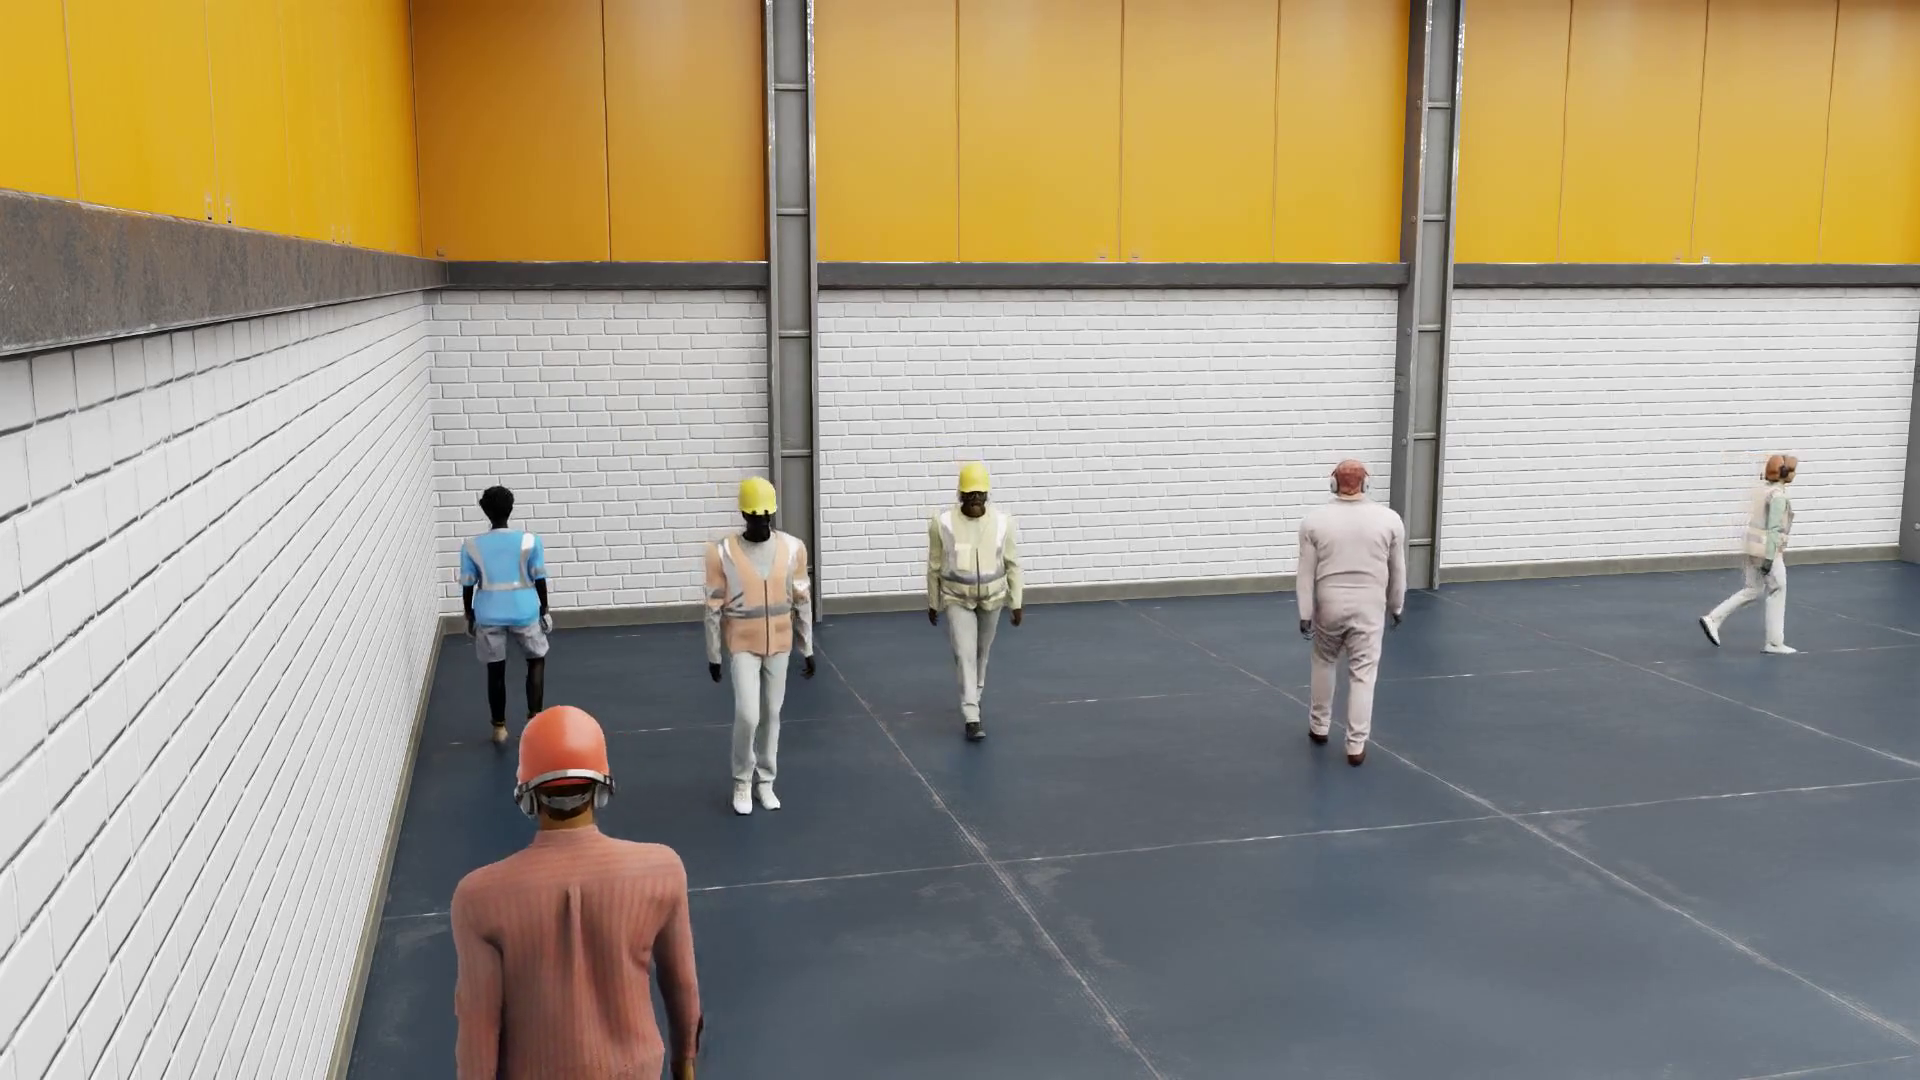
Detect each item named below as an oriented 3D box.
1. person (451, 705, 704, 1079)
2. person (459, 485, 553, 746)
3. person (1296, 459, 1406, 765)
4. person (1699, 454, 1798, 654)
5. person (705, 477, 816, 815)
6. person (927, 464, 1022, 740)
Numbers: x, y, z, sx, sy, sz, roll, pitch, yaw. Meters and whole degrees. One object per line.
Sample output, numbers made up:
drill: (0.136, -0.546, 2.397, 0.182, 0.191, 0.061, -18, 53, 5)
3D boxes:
person: (-0.964, 1.387, 4.290, 0.632, 1.948, 1.041, -3, 10, -18)
person: (-2.900, 0.492, 10.622, 0.574, 1.693, 0.348, -1, 9, -8)
person: (2.464, 0.425, 10.502, 0.668, 1.877, 0.838, 2, 9, 13)
person: (6.349, 0.107, 13.275, 0.650, 1.615, 0.524, 1, 9, 7)
person: (-1.103, 0.598, 9.315, 0.586, 1.910, 0.501, -5, 10, -26)
person: (0.105, 0.382, 11.047, 0.613, 1.783, 0.925, -2, 9, -11)
